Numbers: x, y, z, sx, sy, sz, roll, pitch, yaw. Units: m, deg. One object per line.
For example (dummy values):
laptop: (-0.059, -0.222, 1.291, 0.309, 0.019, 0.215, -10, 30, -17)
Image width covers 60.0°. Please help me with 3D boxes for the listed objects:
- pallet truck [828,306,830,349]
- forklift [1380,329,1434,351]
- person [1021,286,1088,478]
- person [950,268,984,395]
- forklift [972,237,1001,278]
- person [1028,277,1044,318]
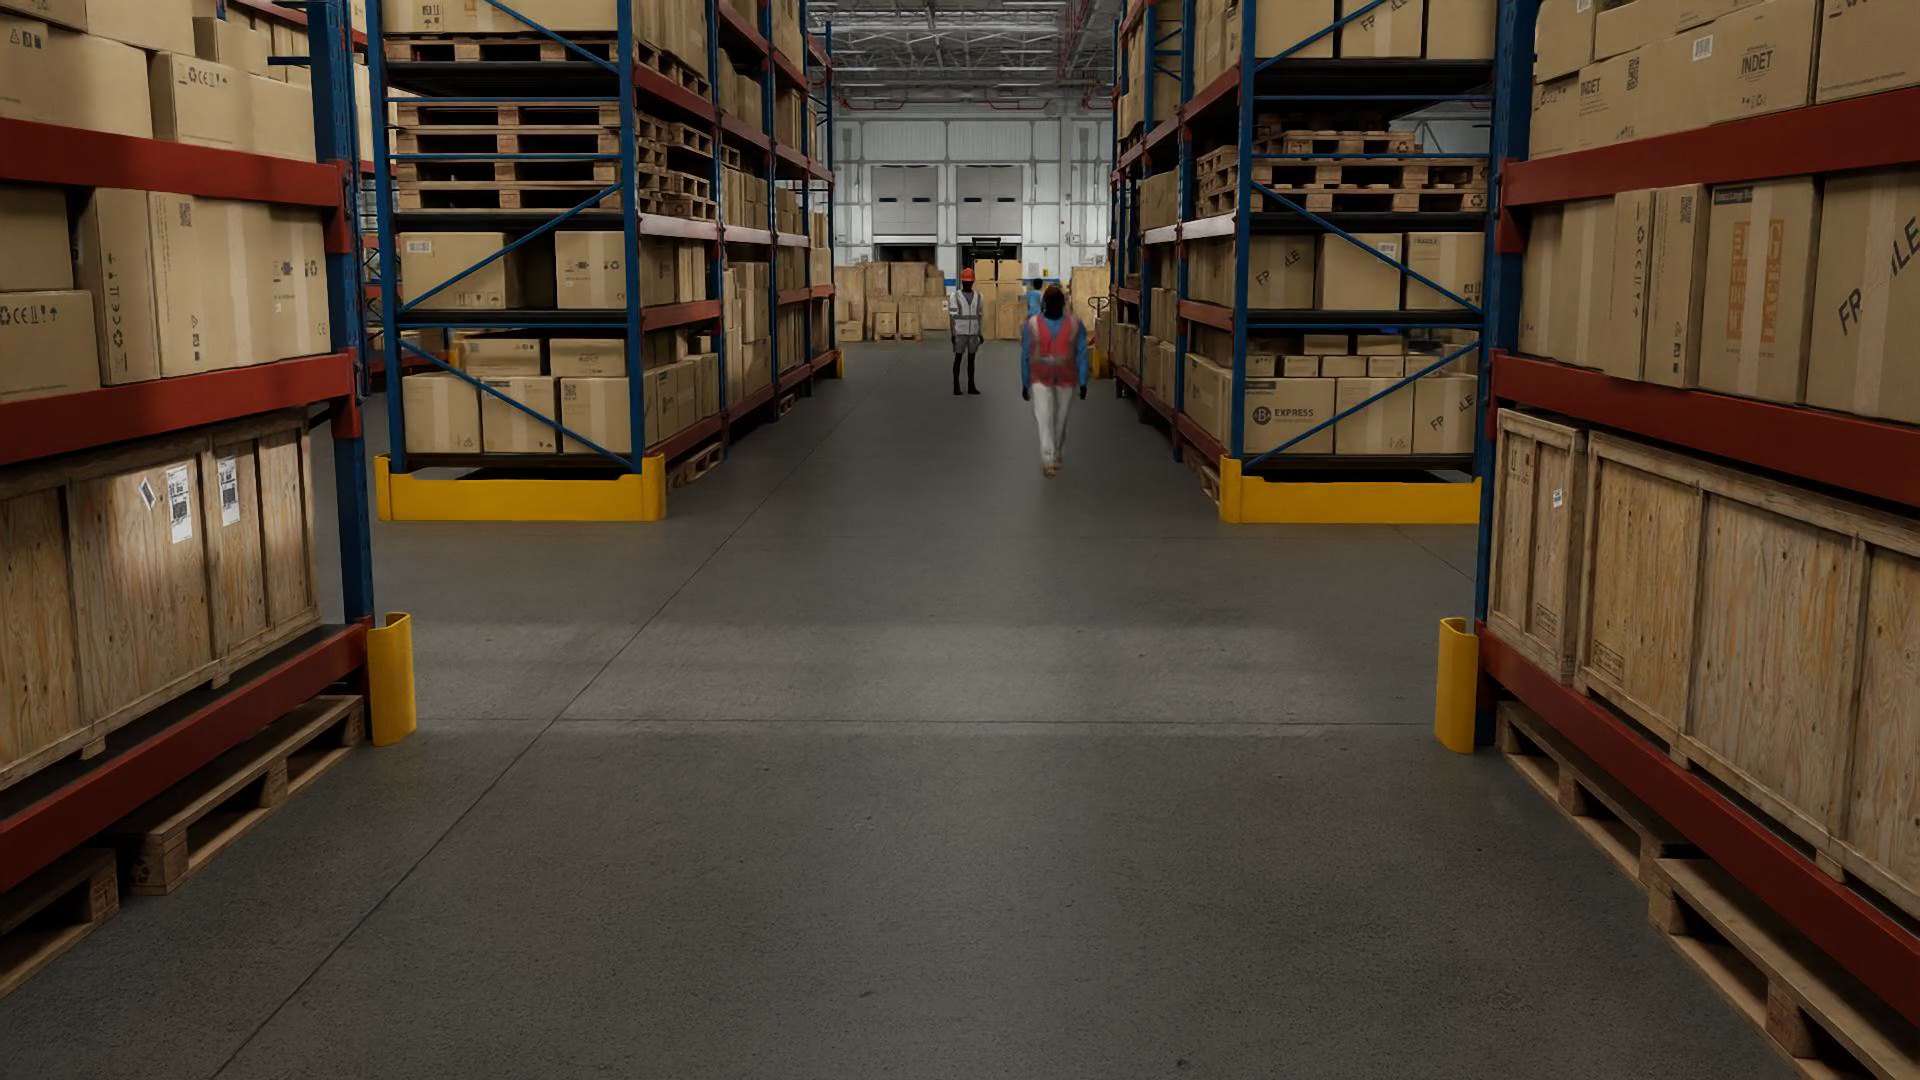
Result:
pallet truck: (-3.100, -3.940, 29.800, 1.885, 1.965, 0.823, 3, 10, 19)
forklift: (9.912, -5.753, 38.024, 1.873, 2.768, 1.129, 2, 10, 15)
person: (0.901, -1.531, 15.959, 0.632, 1.808, 0.910, 0, 9, -2)
person: (0.113, -3.181, 25.454, 0.543, 1.932, 0.376, -4, 10, -20)
forklift: (0.842, -8.321, 53.407, 1.129, 2.768, 1.873, 0, 9, 1)
person: (1.688, -5.123, 37.808, 0.463, 1.677, 0.573, -7, 12, -36)
